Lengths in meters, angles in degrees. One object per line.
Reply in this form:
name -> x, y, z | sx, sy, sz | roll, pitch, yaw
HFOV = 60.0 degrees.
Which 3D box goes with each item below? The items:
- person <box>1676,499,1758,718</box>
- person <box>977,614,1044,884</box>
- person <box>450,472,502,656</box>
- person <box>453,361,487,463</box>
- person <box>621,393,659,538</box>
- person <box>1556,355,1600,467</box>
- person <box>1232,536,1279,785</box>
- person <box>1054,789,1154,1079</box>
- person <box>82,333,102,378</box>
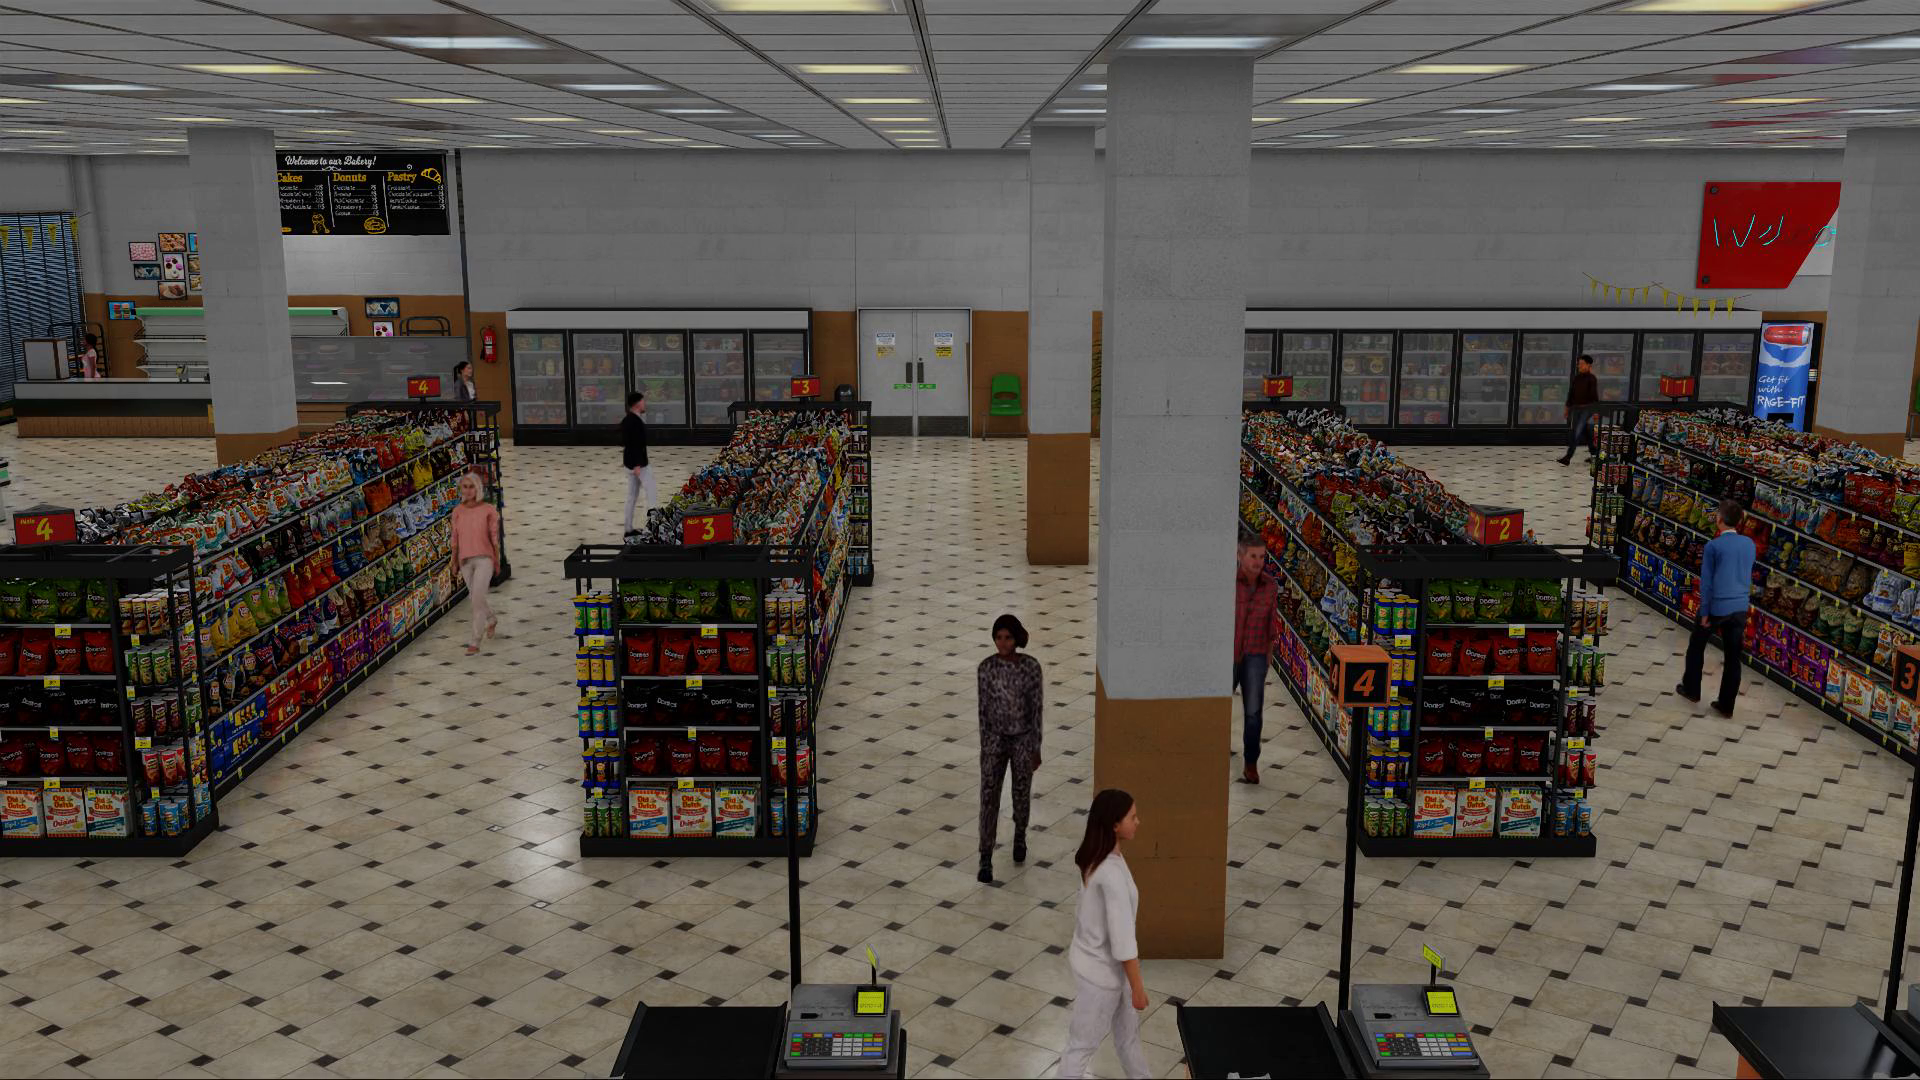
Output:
person -> 6.385, 0.584, 13.784 | 0.689, 1.788, 0.907 | -1, 12, -4
person -> 0.350, 1.302, 10.647 | 0.712, 1.676, 1.119 | 2, 12, 9
person -> -4.574, 0.202, 15.832 | 0.663, 1.691, 1.131 | 1, 12, 5
person -> -7.915, -1.976, 26.301 | 0.710, 1.640, 0.936 | 0, 12, 2
person -> -4.133, -0.916, 20.816 | 0.984, 1.825, 0.968 | -6, 13, -27
person -> 9.916, -2.018, 26.280 | 1.023, 1.730, 1.191 | -5, 13, -21
person -> 2.095, 0.853, 12.517 | 0.682, 1.784, 1.216 | 1, 12, 3
person -> 0.568, 1.951, 7.592 | 0.765, 1.663, 0.899 | -2, 12, -8
person -> -15.936, -2.934, 30.605 | 0.706, 1.740, 0.572 | -5, 13, -22
